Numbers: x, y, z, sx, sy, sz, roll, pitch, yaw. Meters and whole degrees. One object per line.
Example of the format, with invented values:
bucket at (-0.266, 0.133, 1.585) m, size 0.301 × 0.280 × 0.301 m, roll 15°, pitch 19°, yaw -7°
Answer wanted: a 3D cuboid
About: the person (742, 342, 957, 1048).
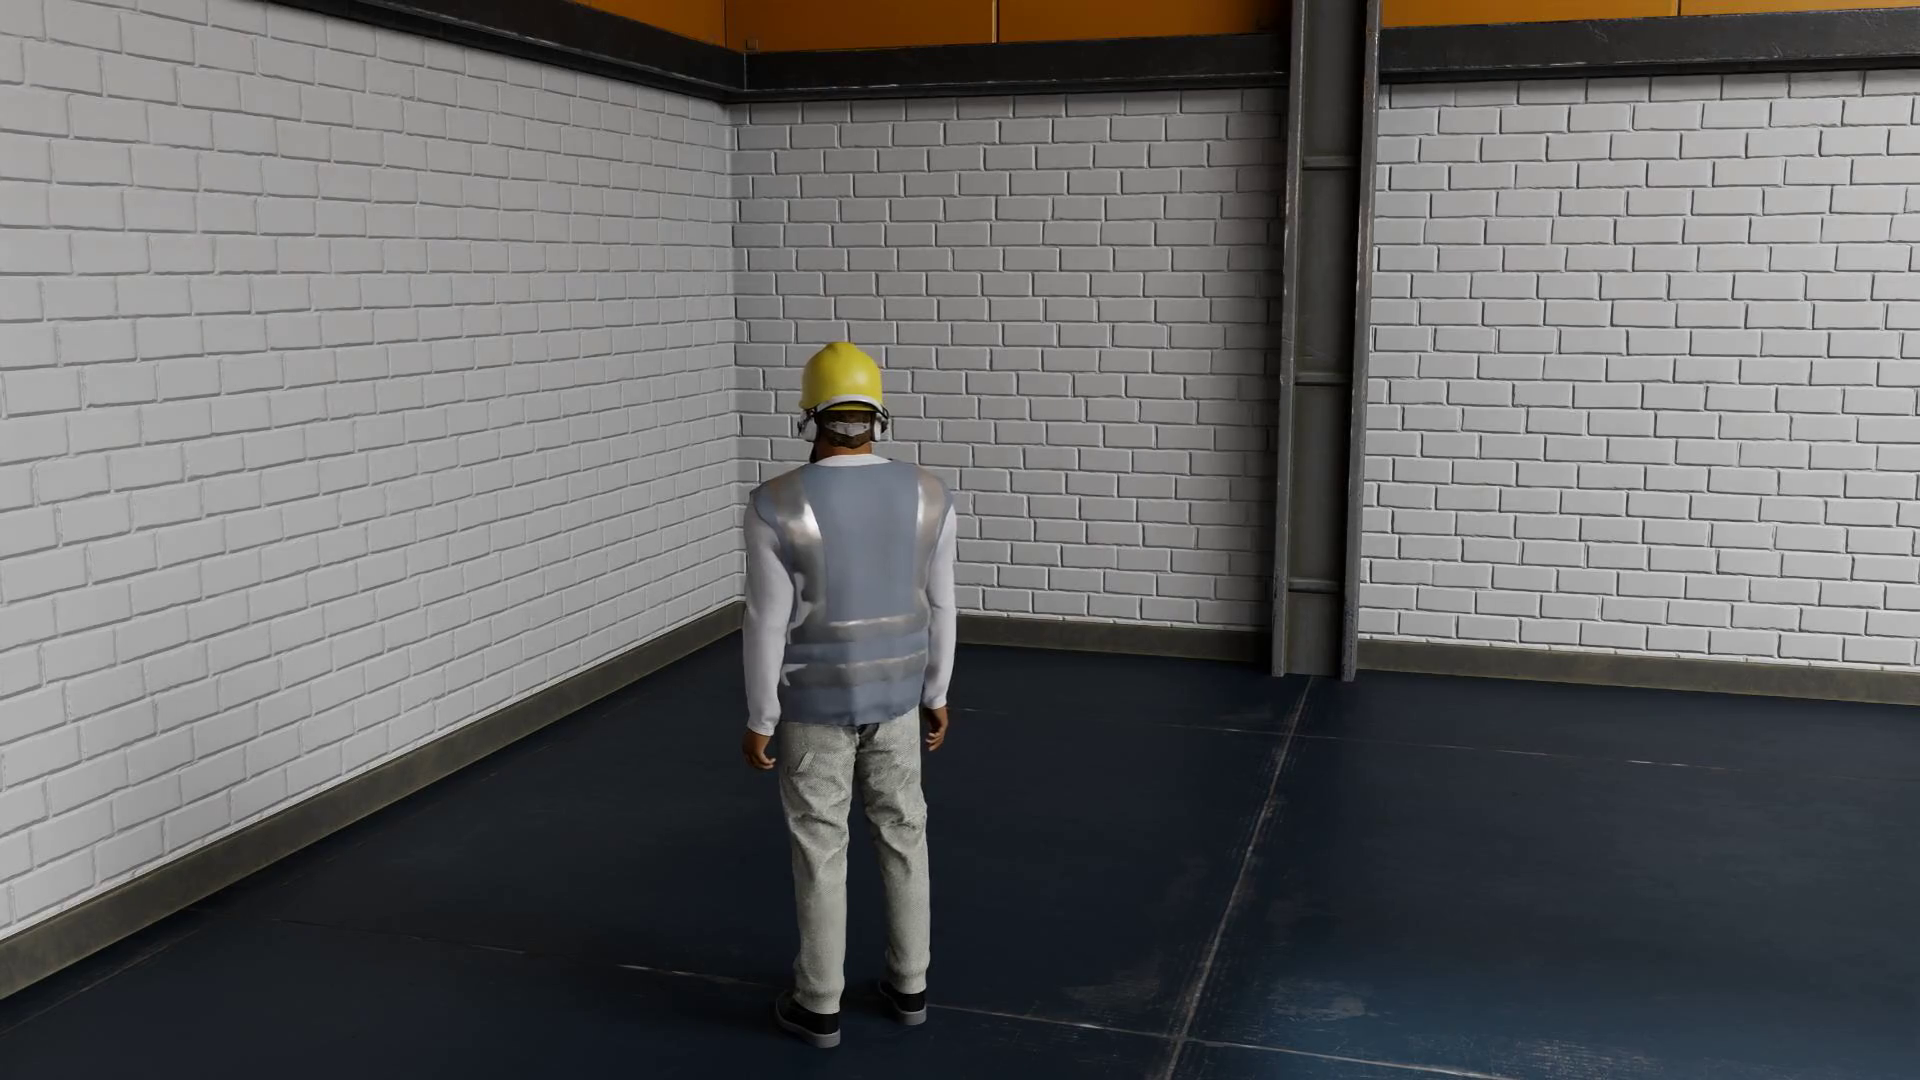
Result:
person at (-0.297, 0.402, 4.359) m, size 0.600 × 1.829 × 0.404 m, roll -5°, pitch 10°, yaw -27°
